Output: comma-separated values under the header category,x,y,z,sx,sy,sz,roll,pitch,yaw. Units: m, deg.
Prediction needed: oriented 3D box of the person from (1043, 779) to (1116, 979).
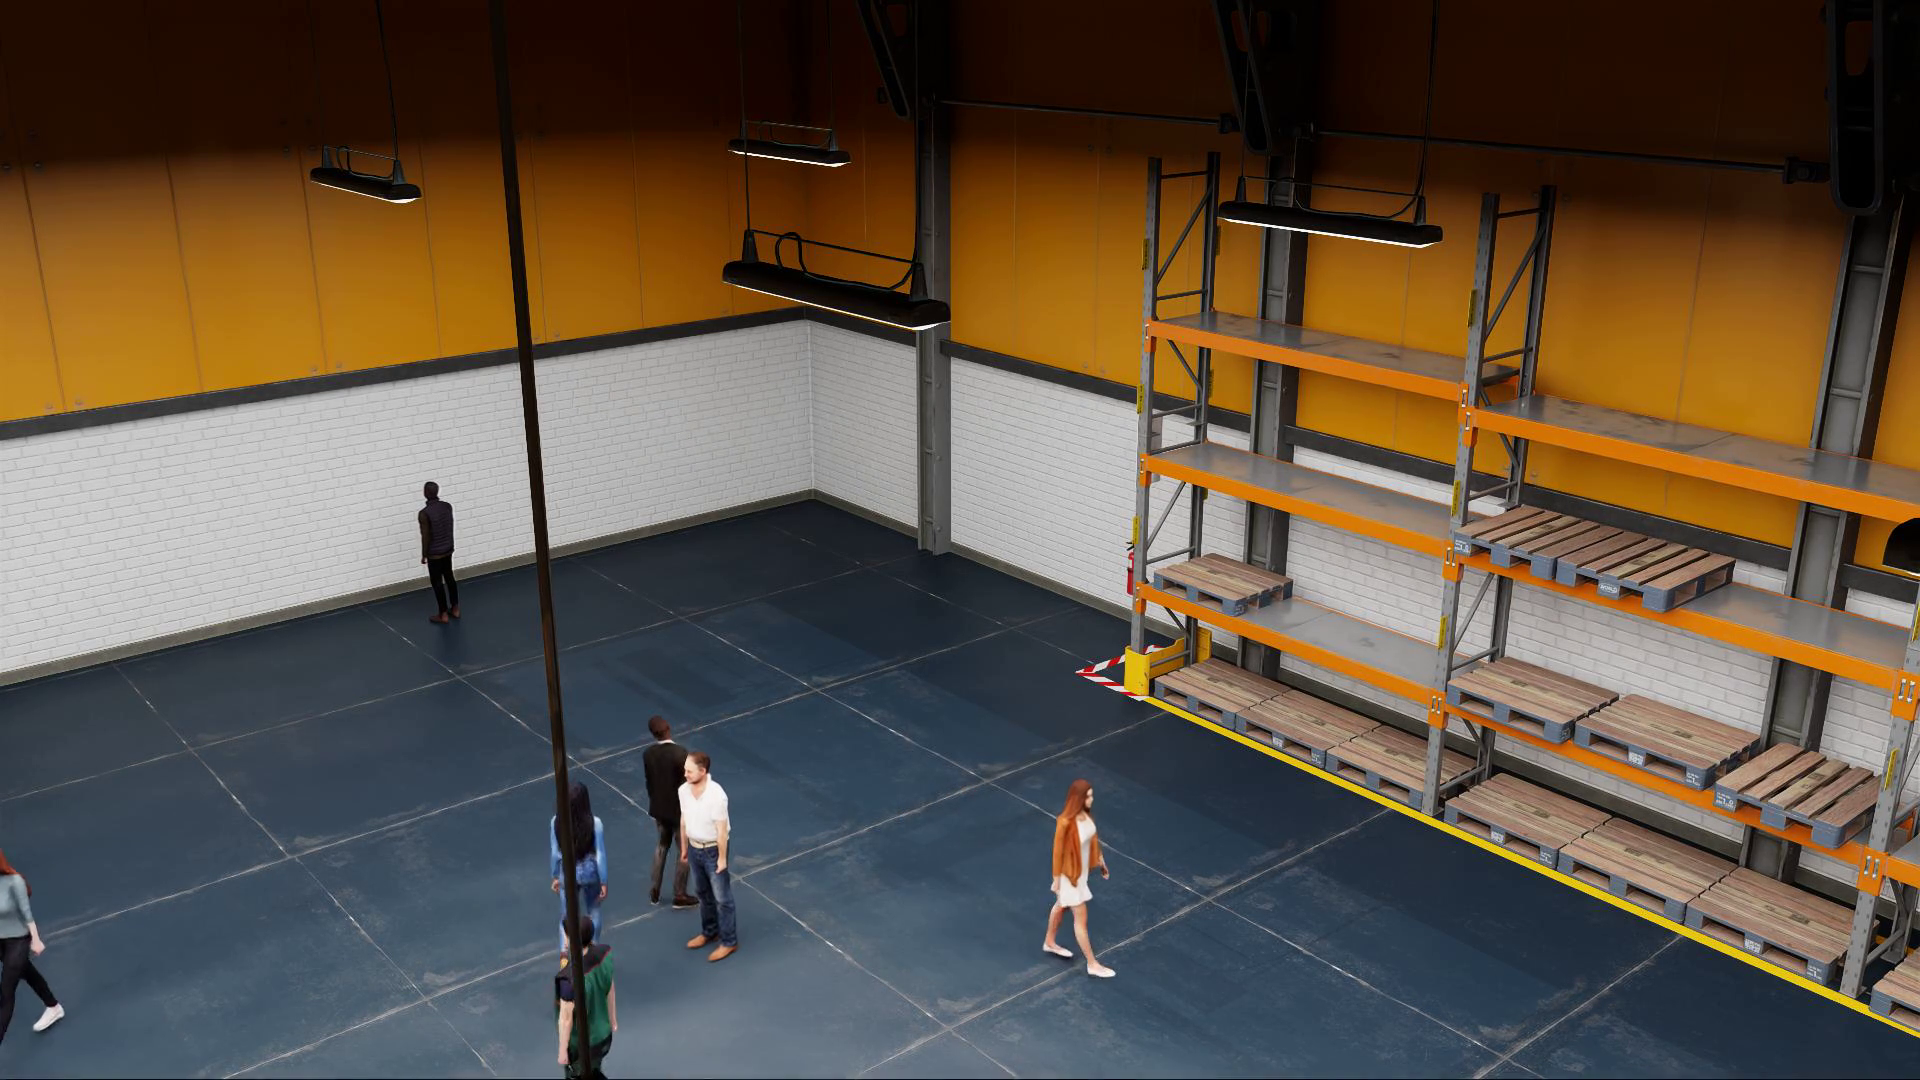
category,x,y,z,sx,sy,sz,roll,pitch,yaw
person,0.849,2.701,13.605,1.053,1.686,0.812,11,22,30

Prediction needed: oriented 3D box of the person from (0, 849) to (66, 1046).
category,x,y,z,sx,sy,sz,roll,pitch,yaw
person,-7.129,3.032,12.605,1.127,1.697,1.097,4,19,12

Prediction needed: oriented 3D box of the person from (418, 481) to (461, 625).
category,x,y,z,sx,sy,sz,roll,pitch,yaw
person,-6.578,0.140,20.975,0.724,1.835,0.775,9,21,25

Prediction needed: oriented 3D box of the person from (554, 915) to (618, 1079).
category,x,y,z,sx,sy,sz,roll,pitch,yaw
person,-2.446,3.406,11.217,1.198,1.873,1.048,5,19,16

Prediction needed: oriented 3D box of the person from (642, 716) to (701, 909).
category,x,y,z,sx,sy,sz,roll,pitch,yaw
person,-2.457,2.379,14.420,0.856,1.776,0.653,-16,25,-40

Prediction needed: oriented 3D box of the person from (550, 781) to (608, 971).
category,x,y,z,sx,sy,sz,roll,pitch,yaw
person,-3.076,2.781,13.363,1.025,1.688,1.106,2,19,6

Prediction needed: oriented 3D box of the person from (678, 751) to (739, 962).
category,x,y,z,sx,sy,sz,roll,pitch,yaw
person,-2.062,2.564,13.757,0.574,1.848,0.756,15,23,37
